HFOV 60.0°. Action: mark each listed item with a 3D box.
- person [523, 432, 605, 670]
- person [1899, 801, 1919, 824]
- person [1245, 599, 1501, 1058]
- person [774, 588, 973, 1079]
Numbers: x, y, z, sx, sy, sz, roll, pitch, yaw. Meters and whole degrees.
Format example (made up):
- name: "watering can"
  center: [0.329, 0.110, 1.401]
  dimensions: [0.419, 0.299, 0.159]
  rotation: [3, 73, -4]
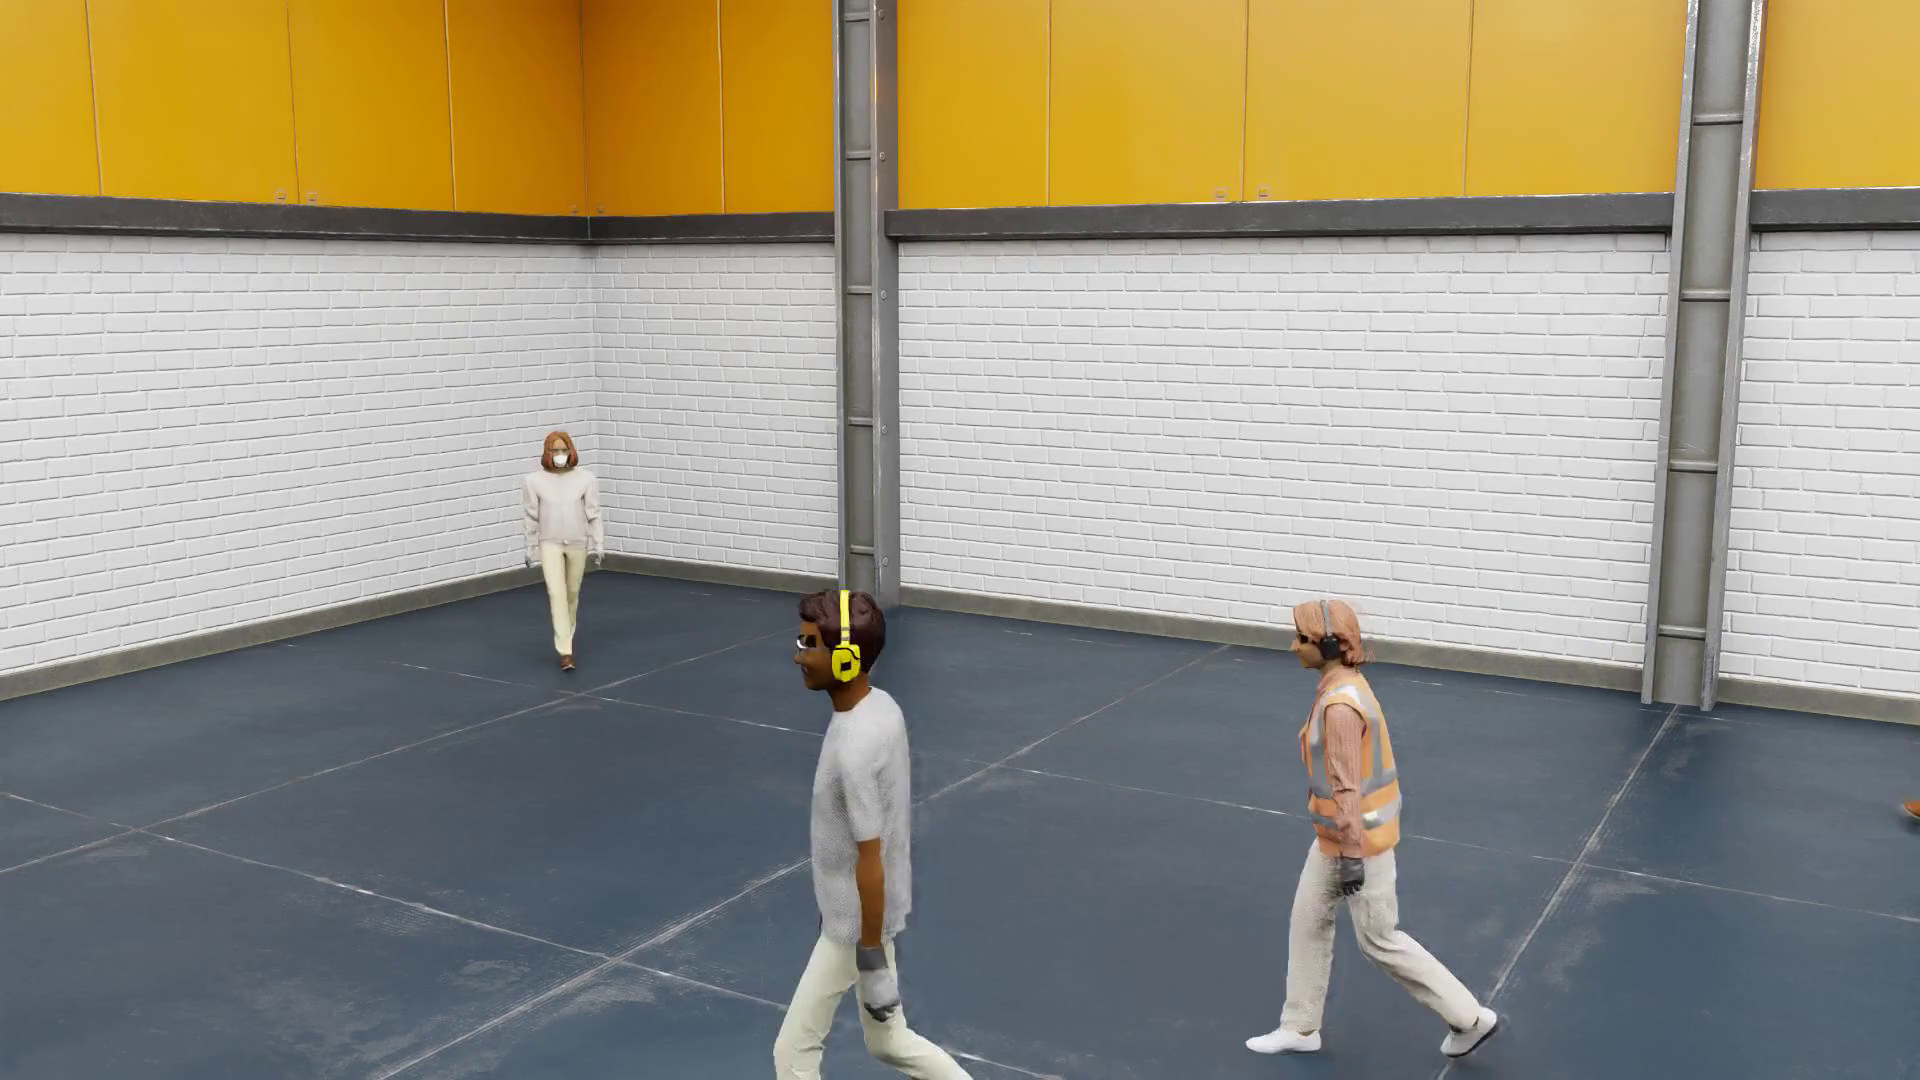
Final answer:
- name: "person"
  center: [-2.682, 0.053, 11.292]
  dimensions: [0.515, 1.582, 0.847]
  rotation: [-4, 10, -22]
- name: "person"
  center: [4.857, 0.485, 7.649]
  dimensions: [0.723, 1.896, 0.494]
  rotation: [6, 11, 34]
- name: "person"
  center: [1.389, 0.978, 5.491]
  dimensions: [0.768, 1.596, 0.526]
  rotation: [1, 9, 7]
- name: "person"
  center: [-0.216, 1.021, 4.496]
  dimensions: [0.876, 1.838, 0.517]
  rotation: [1, 9, 6]
